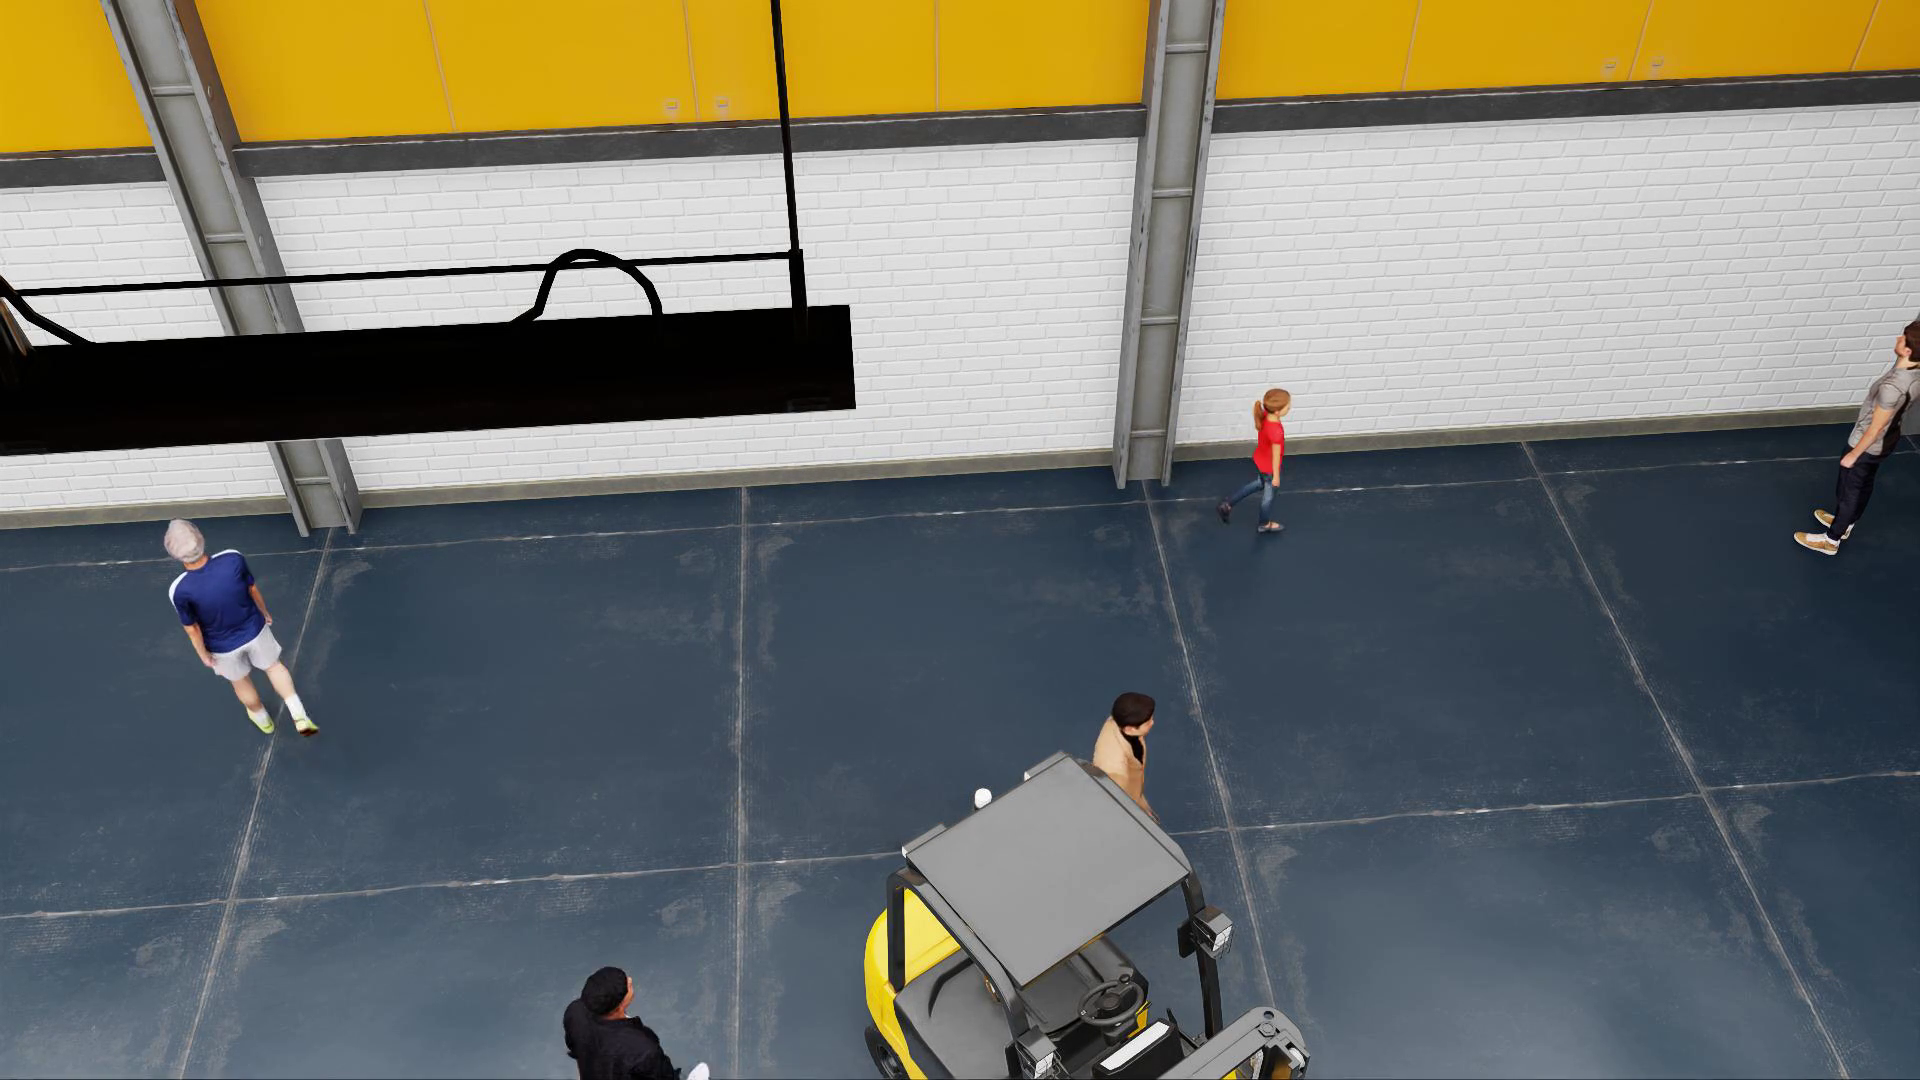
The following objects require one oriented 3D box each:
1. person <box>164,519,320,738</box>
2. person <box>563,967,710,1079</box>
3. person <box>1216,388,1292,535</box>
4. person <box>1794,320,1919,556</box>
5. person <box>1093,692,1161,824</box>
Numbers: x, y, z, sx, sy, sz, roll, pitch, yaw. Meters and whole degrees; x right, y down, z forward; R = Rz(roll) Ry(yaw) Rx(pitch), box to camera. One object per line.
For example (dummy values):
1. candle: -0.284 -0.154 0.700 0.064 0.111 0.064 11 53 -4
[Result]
1. person: -4.361 0.606 10.104 1.033 1.826 0.995 33 53 30
2. person: -1.652 2.686 7.964 1.193 1.767 1.204 25 49 24
3. person: 2.097 -0.533 11.683 0.732 1.298 0.490 -5 44 -6
4. person: 6.267 -0.691 11.418 0.693 1.893 0.789 -32 52 -29
5. person: 0.776 1.435 9.316 0.890 1.712 0.804 13 45 13
